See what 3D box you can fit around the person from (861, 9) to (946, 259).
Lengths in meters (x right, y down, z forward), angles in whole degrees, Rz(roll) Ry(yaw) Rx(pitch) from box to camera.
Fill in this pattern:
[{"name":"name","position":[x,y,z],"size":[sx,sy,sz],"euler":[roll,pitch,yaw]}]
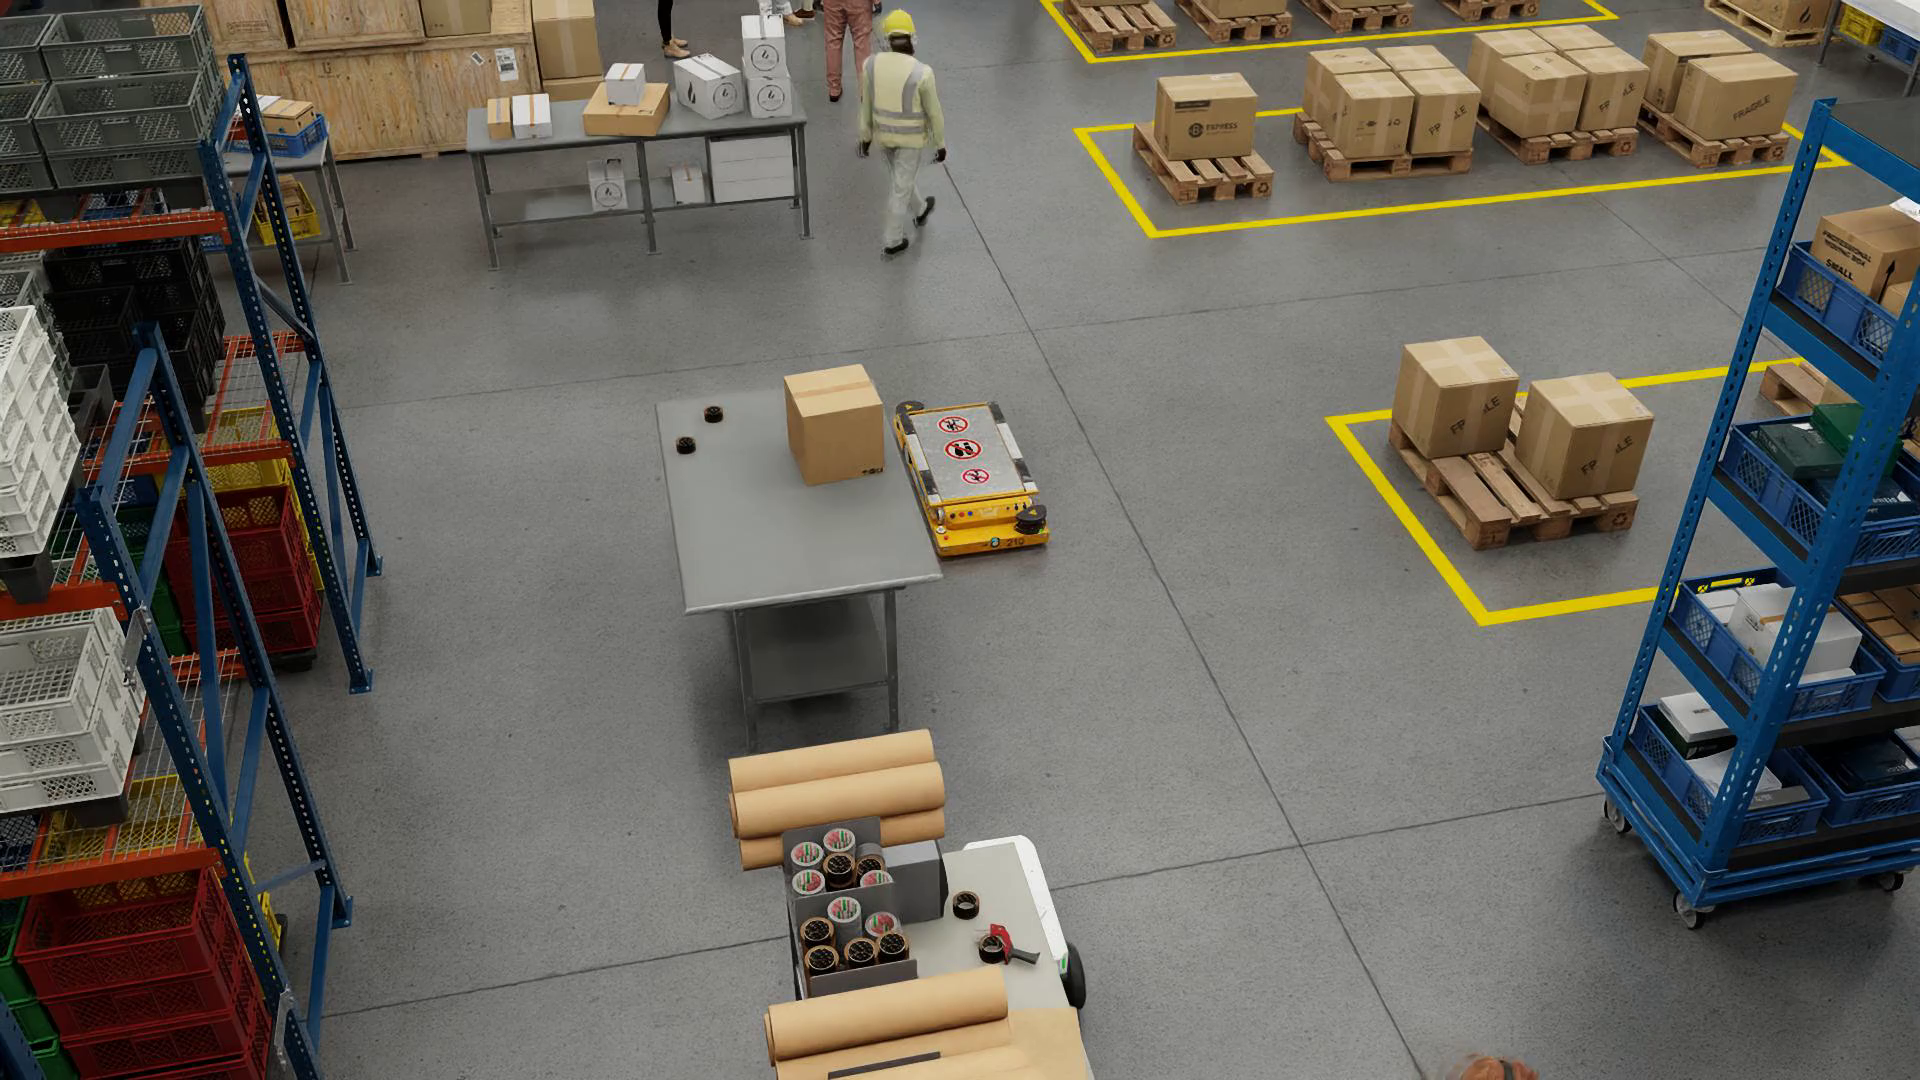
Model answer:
[{"name":"person","position":[-0.353,-3.046,12.365],"size":[0.625,1.776,0.920],"euler":[20,41,25]}]

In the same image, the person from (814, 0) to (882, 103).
[{"name":"person","position":[-0.986,-4.800,14.621],"size":[0.652,1.906,0.409],"euler":[8,37,10]}]

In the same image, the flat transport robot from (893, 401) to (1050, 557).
[{"name":"flat transport robot","position":[0.046,-0.430,10.108],"size":[0.652,0.197,1.431],"euler":[-8,37,-10]}]

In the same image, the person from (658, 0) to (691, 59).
[{"name":"person","position":[-2.765,-5.397,15.597],"size":[0.318,1.697,0.535],"euler":[-7,37,-9]}]

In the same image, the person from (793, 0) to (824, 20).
[{"name":"person","position":[-1.545,-6.094,16.390],"size":[0.328,1.873,0.518],"euler":[25,43,30]}]

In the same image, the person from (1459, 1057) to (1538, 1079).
[{"name":"person","position":[1.483,2.209,5.469],"size":[0.827,1.581,0.551],"euler":[17,40,21]}]

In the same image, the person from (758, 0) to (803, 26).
[{"name":"person","position":[-1.794,-5.870,16.115],"size":[0.429,1.842,0.626],"euler":[23,42,28]}]

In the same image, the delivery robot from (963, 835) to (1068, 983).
[{"name":"delivery robot","position":[0.220,1.590,7.081],"size":[0.477,0.478,0.707],"euler":[-7,37,-9]}]
